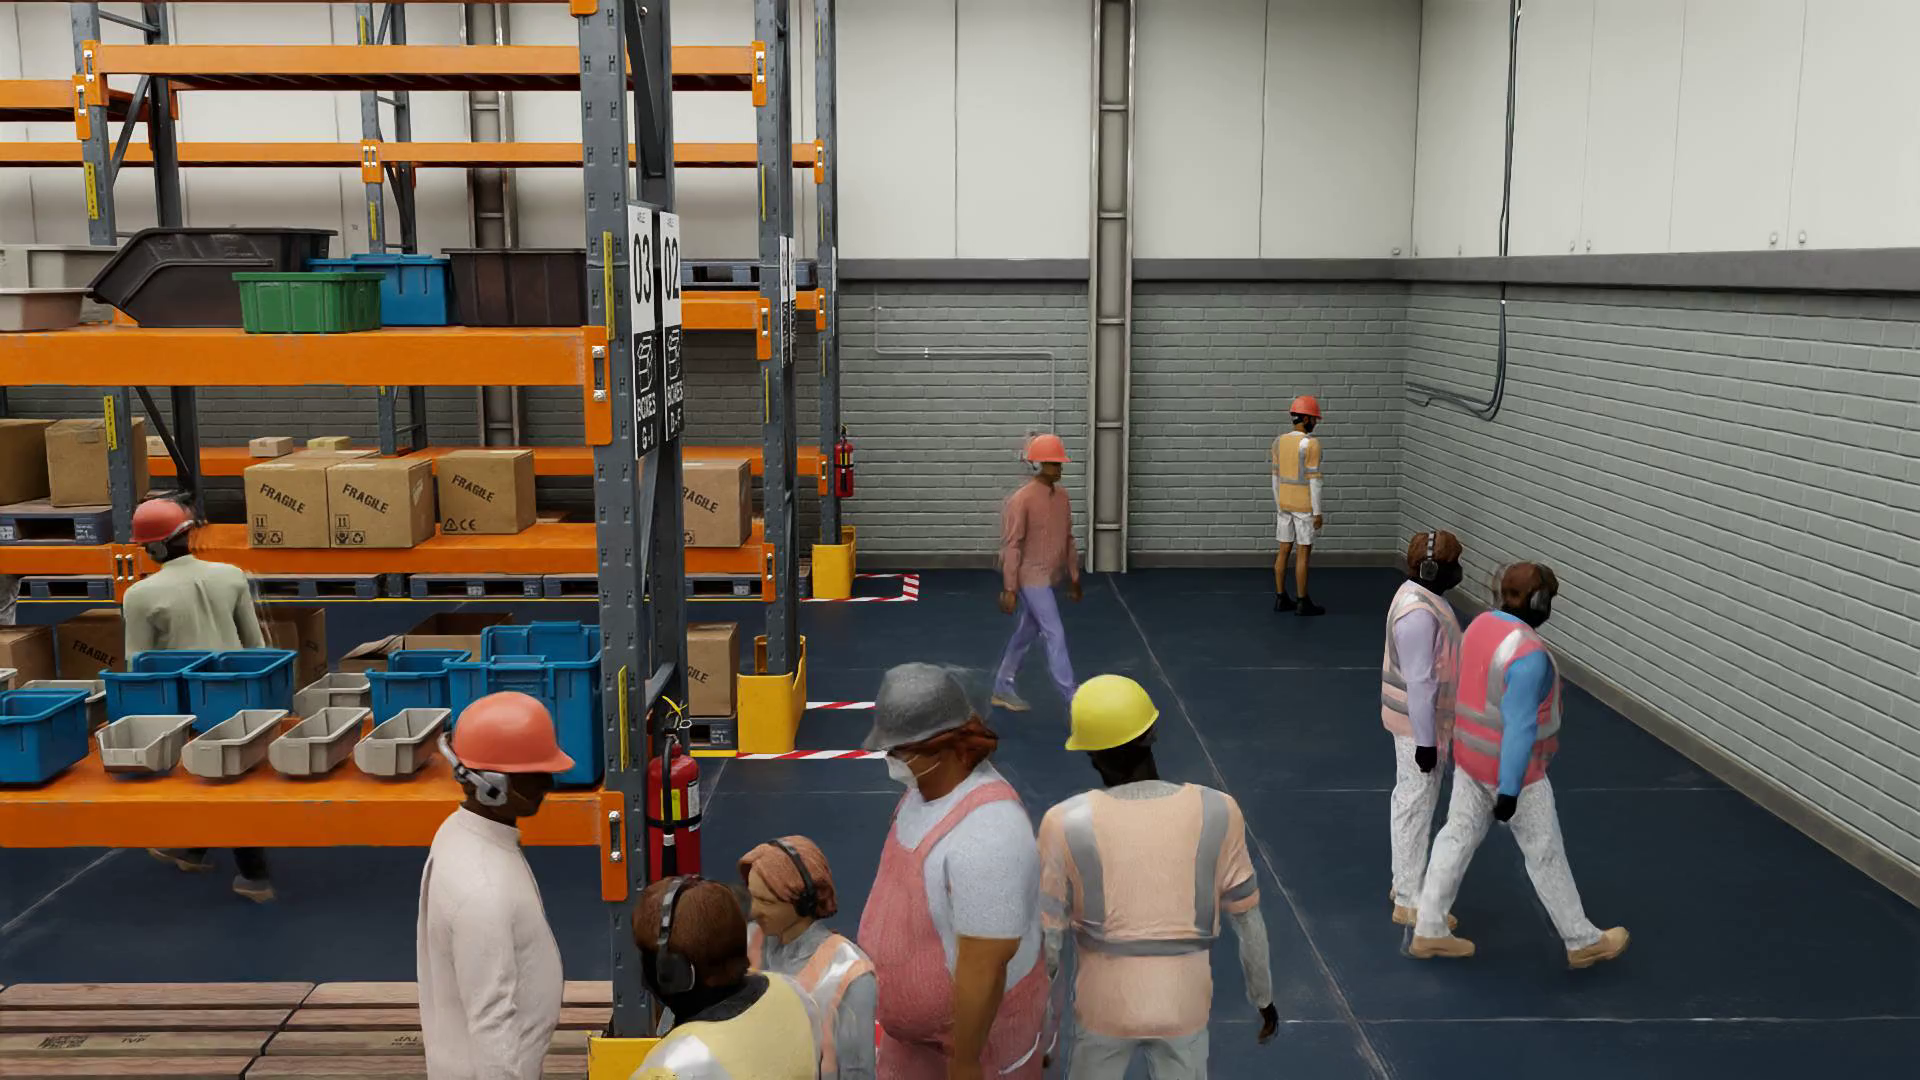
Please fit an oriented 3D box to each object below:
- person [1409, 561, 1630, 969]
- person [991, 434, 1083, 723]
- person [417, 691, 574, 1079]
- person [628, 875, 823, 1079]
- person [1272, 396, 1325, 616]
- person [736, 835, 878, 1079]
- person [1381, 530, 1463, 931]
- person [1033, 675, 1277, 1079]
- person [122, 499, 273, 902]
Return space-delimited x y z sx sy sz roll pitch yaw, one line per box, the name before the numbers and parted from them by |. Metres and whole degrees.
person | 2.426 0.973 7.228 0.923 1.781 0.618 -2 9 -10
person | 0.588 0.257 11.164 1.014 1.940 0.637 6 11 34
person | -1.178 1.356 4.300 0.404 1.982 0.628 -3 10 -18
person | -0.437 1.582 3.497 0.933 1.800 0.630 3 10 19
person | 2.984 -0.299 14.602 0.374 1.929 0.542 -6 11 -33
person | -0.398 1.538 4.258 0.525 1.631 0.315 8 12 41
person | 2.173 0.864 7.736 0.429 1.844 0.627 2 10 15
person | 0.567 1.329 4.732 0.767 1.901 0.455 0 9 -2
person | -3.705 0.759 8.072 0.949 1.935 0.637 5 11 29
